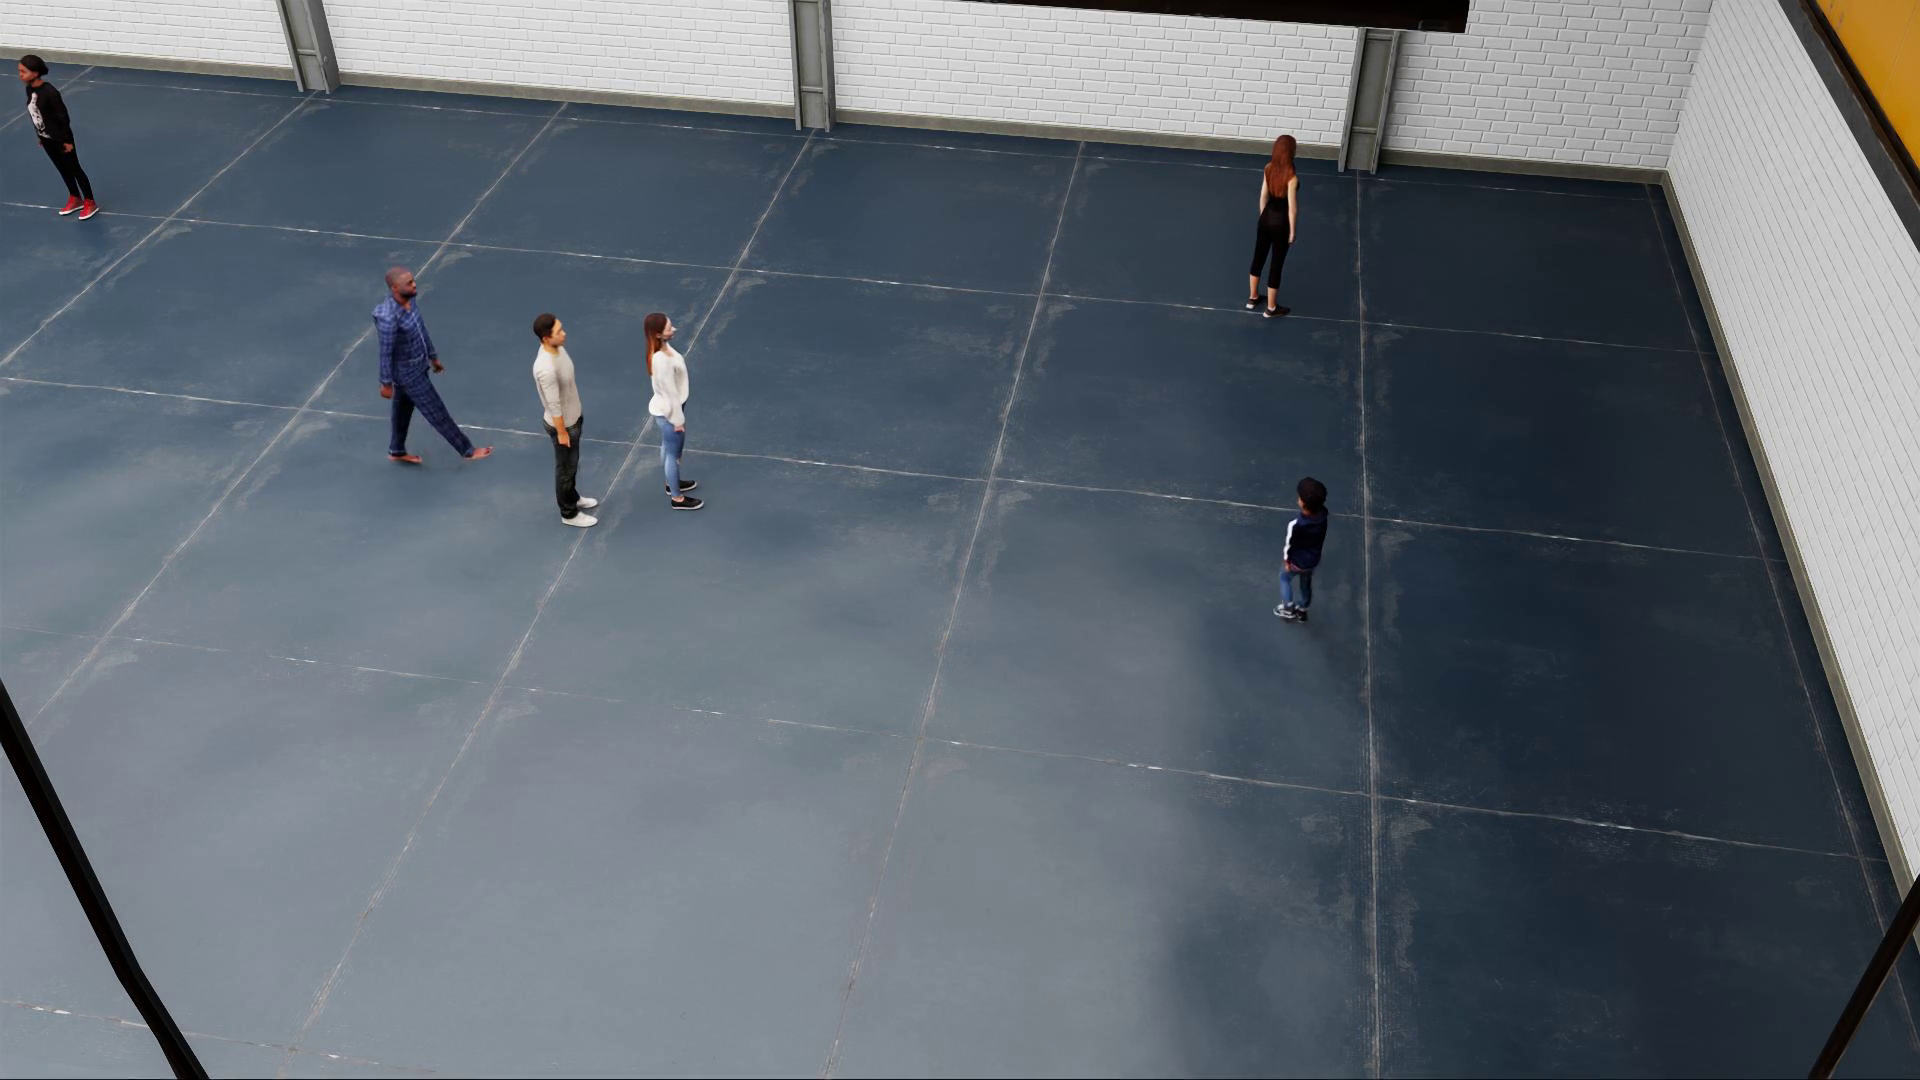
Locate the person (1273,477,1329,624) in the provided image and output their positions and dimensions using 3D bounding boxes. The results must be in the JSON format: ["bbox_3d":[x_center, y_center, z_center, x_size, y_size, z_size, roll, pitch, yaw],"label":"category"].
[{"bbox_3d":[2.467,0.112,11.780,0.558,1.216,0.654,-15,41,-17],"label":"person"}]

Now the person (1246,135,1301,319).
[{"bbox_3d":[2.849,-2.852,15.086,0.707,1.723,0.648,-23,44,-26],"label":"person"}]

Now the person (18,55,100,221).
[{"bbox_3d":[-9.028,-4.037,16.608,0.555,1.675,0.710,16,41,19],"label":"person"}]

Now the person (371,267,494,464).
[{"bbox_3d":[-4.442,-1.333,13.141,1.156,1.776,0.804,1,39,2],"label":"person"}]

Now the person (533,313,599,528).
[{"bbox_3d":[-3.025,-0.924,12.601,0.630,1.811,0.715,-3,39,-4],"label":"person"}]

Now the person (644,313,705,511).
[{"bbox_3d":[-2.236,-0.998,12.789,0.690,1.692,0.696,-10,40,-12],"label":"person"}]
